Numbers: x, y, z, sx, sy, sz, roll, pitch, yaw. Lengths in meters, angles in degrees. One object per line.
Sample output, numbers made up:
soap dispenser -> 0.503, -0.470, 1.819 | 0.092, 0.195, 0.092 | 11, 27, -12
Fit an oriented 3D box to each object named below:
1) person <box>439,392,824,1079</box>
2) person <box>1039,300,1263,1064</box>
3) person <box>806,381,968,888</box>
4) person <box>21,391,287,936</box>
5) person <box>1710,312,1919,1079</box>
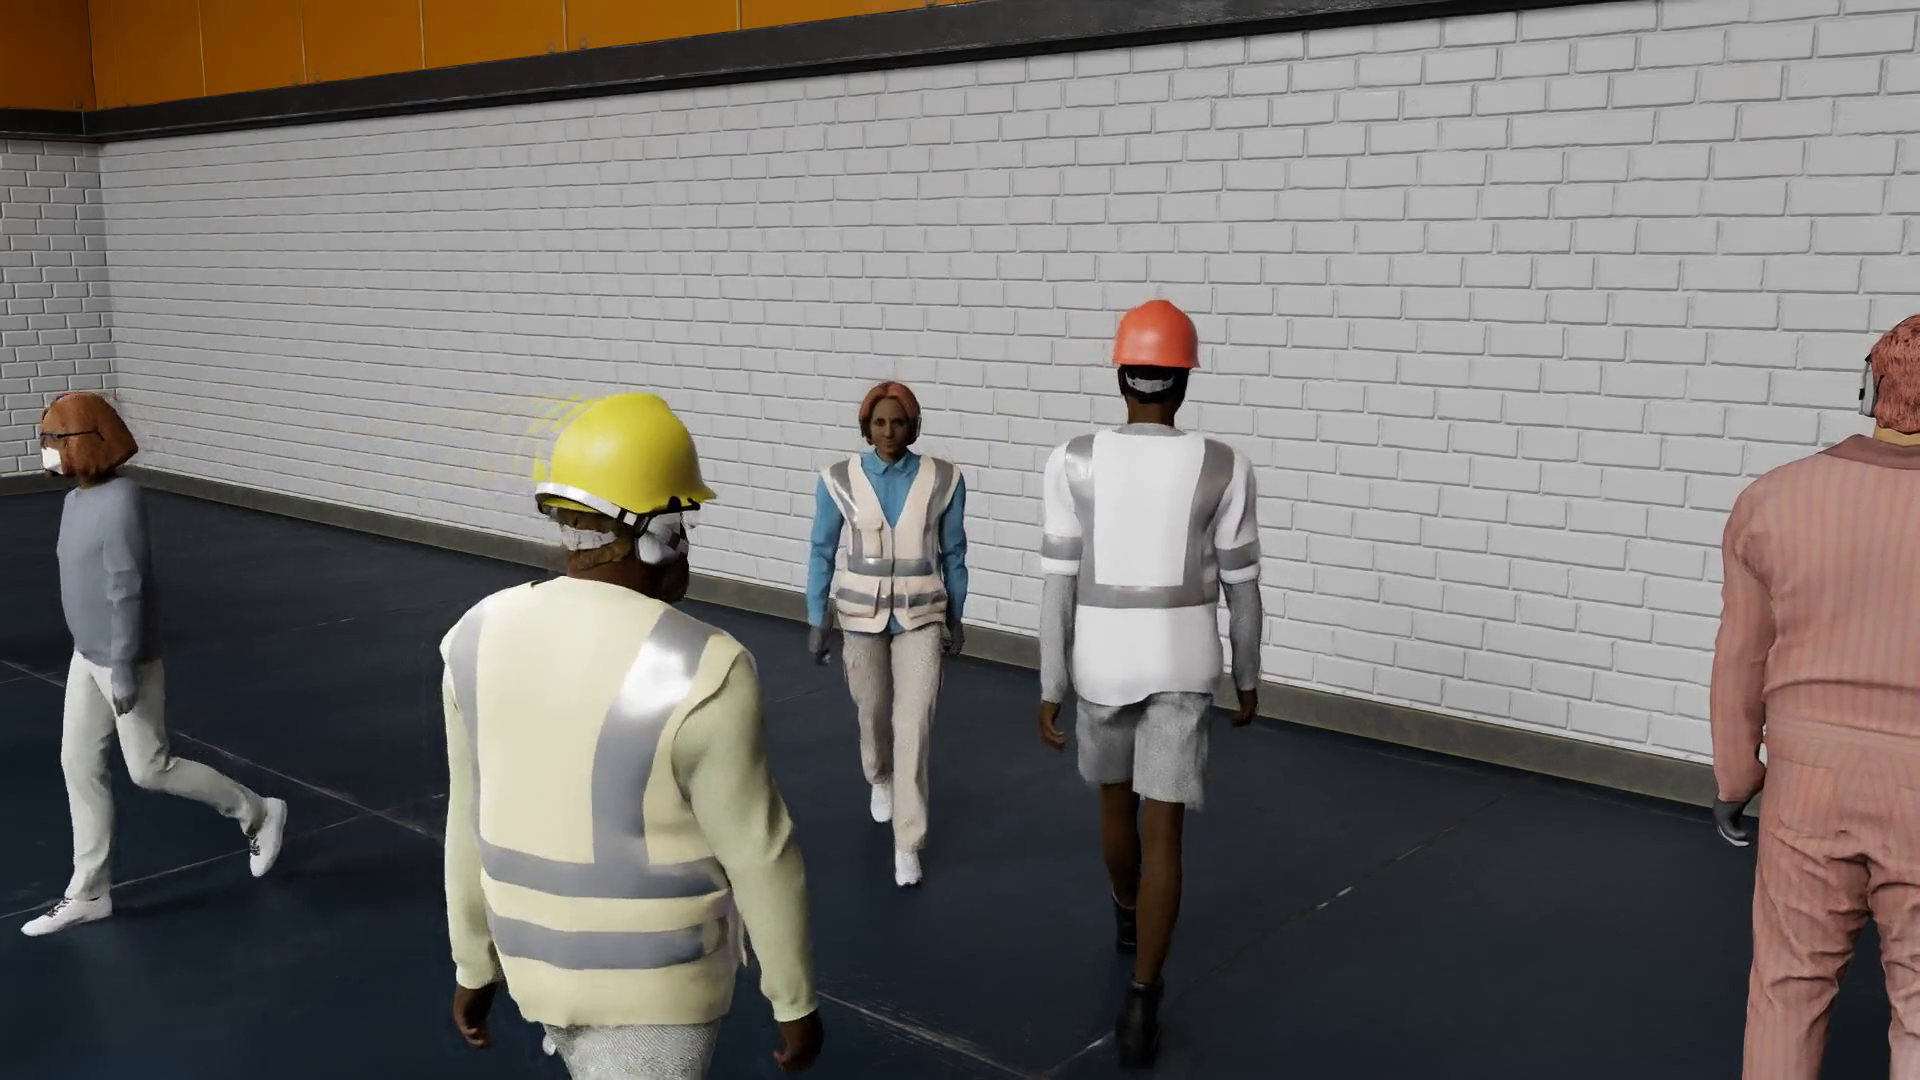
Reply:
person -> -0.474, 0.654, 2.761 | 0.619, 1.789, 0.897 | 7, 12, 33
person -> 0.506, 0.320, 4.390 | 0.567, 1.881, 0.990 | 2, 10, 12
person -> -0.240, 0.258, 5.576 | 0.532, 1.596, 0.861 | 0, 10, -1
person -> -2.477, 0.348, 5.029 | 0.511, 1.609, 0.712 | 9, 13, 40
person -> 1.835, 0.505, 3.290 | 0.654, 1.906, 0.407 | 8, 13, 40
